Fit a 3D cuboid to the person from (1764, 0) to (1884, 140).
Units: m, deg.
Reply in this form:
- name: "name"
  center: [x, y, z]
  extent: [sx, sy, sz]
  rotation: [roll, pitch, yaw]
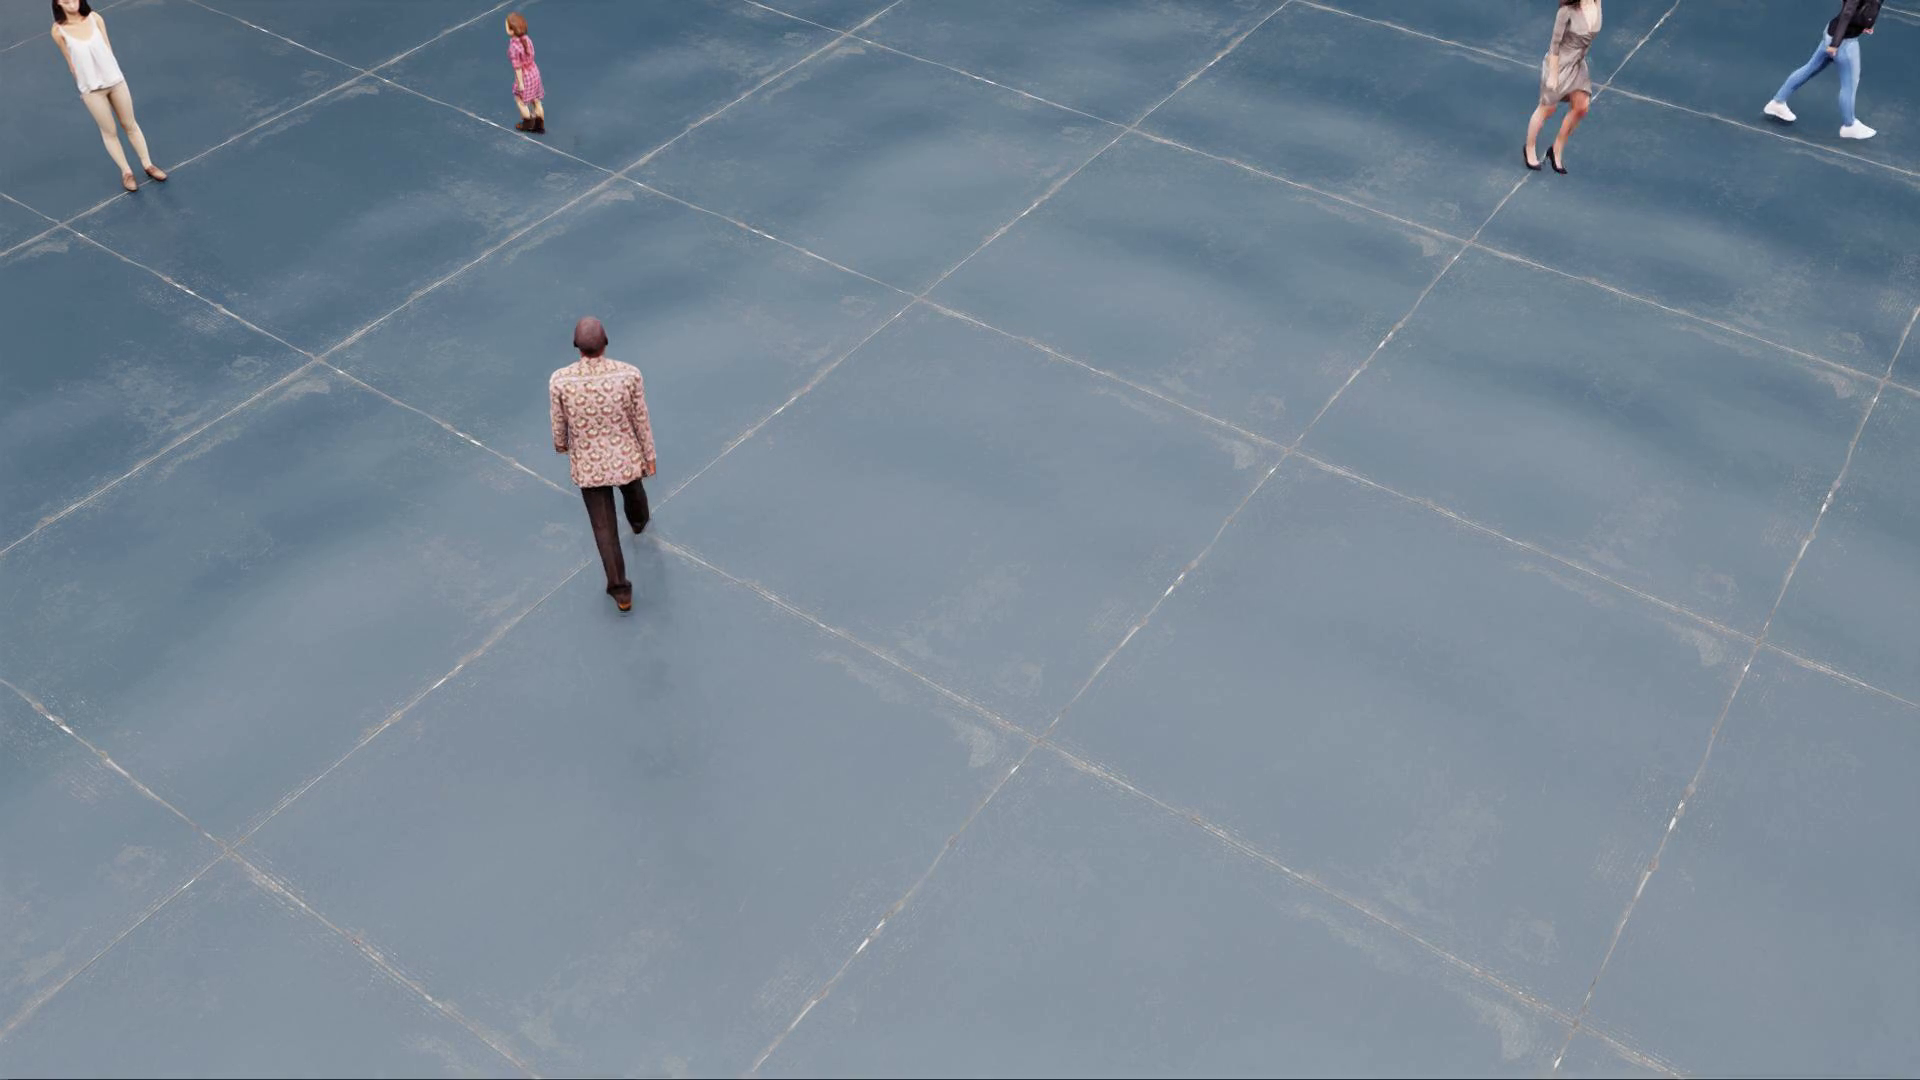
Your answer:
- name: "person"
  center: [7.011, -4.036, 13.373]
  extent: [1.135, 1.592, 0.768]
  rotation: [19, 46, 19]

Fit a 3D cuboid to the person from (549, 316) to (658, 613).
- name: "person"
  center: [-1.980, -0.389, 9.344]
  extent: [1.147, 1.761, 1.285]
  rotation: [-12, 44, -13]

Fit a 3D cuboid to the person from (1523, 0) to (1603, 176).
- name: "person"
  center: [4.623, -3.666, 12.875]
  extent: [0.731, 1.732, 0.764]
  rotation: [-21, 47, -21]

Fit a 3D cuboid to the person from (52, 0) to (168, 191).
- name: "person"
  center: [-6.601, -3.511, 12.768]
  extent: [0.576, 1.651, 0.638]
  rotation: [26, 49, 25]

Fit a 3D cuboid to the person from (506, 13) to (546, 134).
- name: "person"
  center: [-3.497, -3.773, 13.517]
  extent: [0.535, 1.011, 0.478]
  rotation: [16, 45, 16]
